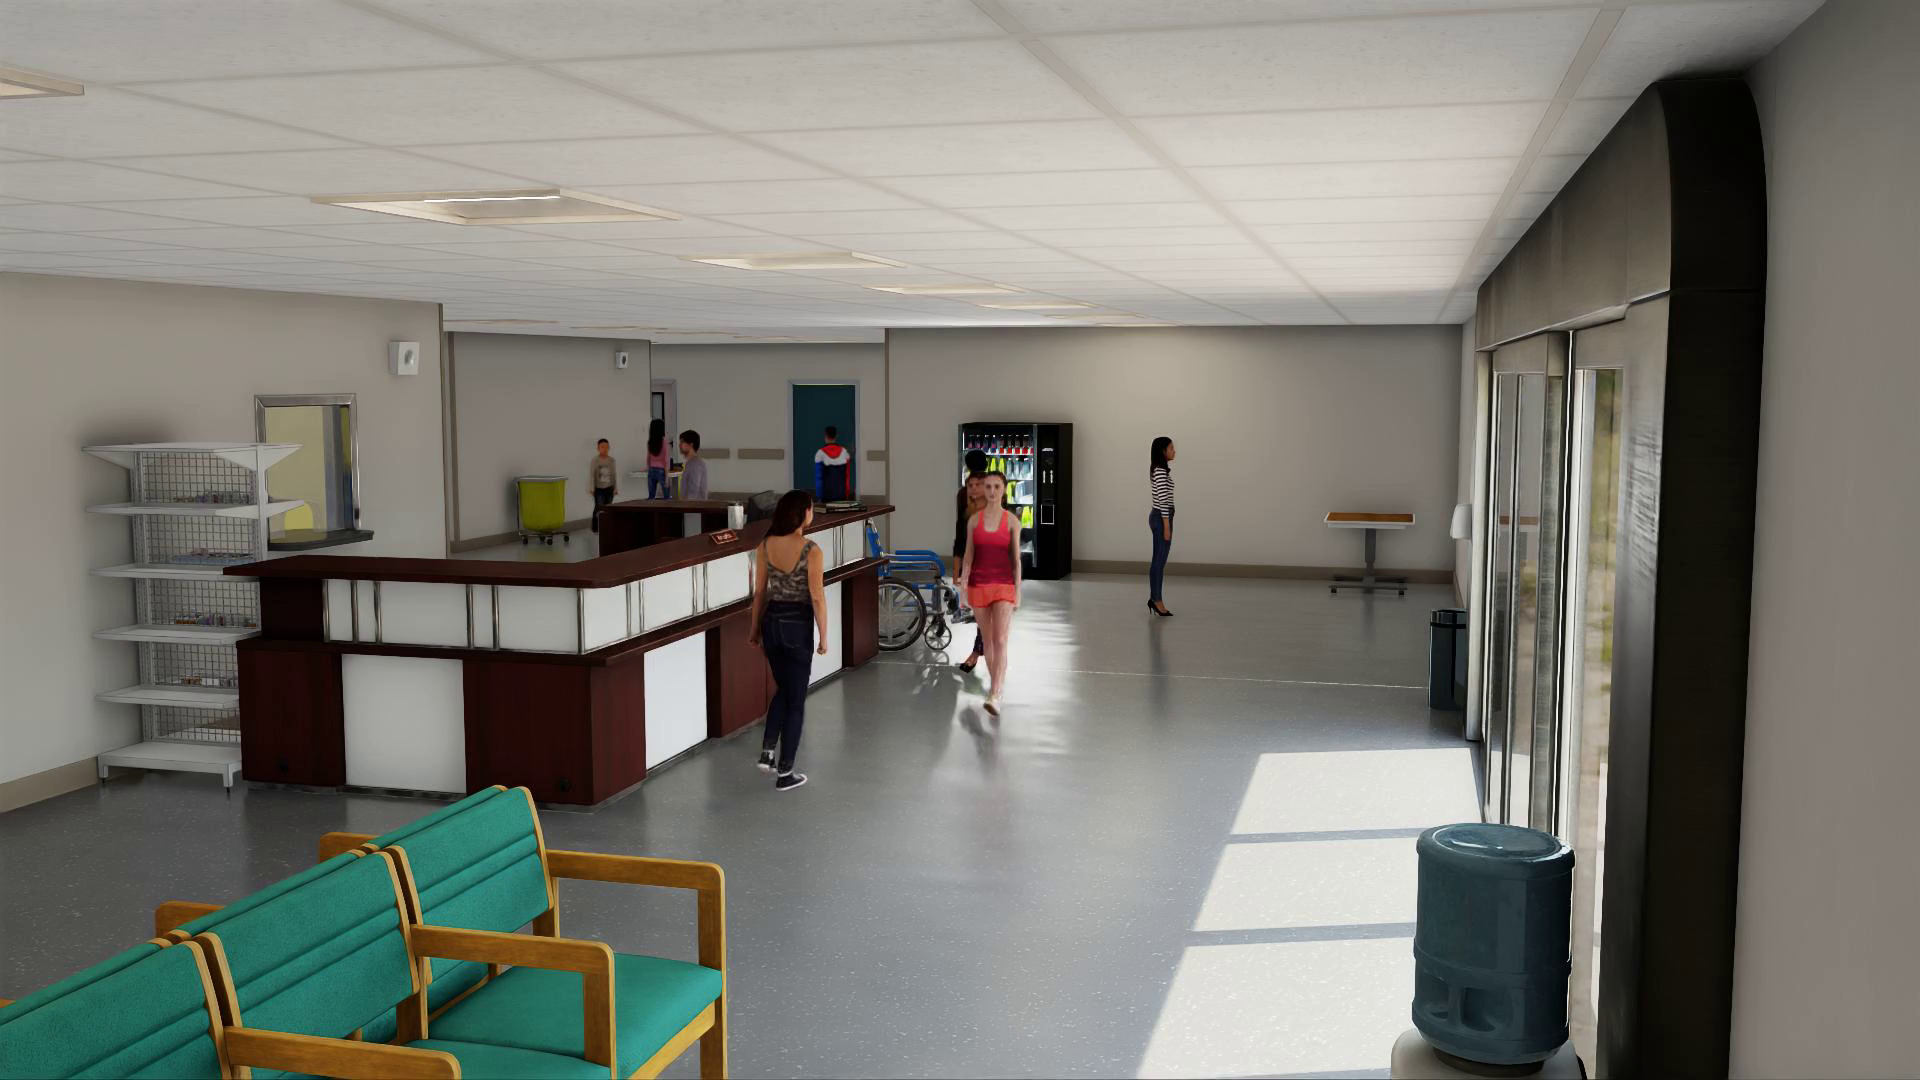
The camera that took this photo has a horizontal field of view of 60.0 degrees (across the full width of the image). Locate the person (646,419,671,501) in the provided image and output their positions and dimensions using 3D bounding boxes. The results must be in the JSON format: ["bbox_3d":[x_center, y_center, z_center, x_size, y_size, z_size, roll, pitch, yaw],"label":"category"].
[{"bbox_3d":[-4.665,-0.966,25.382,1.073,1.708,0.695,2,6,19],"label":"person"}]

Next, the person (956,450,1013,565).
[{"bbox_3d":[0.193,0.117,14.418,0.777,1.747,0.781,3,6,24],"label":"person"}]

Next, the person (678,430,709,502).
[{"bbox_3d":[-2.708,-0.214,17.419,1.235,1.806,1.111,-3,6,-24],"label":"person"}]

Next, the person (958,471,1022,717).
[{"bbox_3d":[0.247,0.382,11.966,1.042,1.712,0.620,2,6,16],"label":"person"}]

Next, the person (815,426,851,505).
[{"bbox_3d":[-1.613,-0.595,21.505,0.966,1.746,0.998,-3,6,-24],"label":"person"}]

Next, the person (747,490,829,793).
[{"bbox_3d":[-1.051,0.593,9.670,0.659,1.752,0.768,3,6,25],"label":"person"}]

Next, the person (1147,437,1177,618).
[{"bbox_3d":[2.013,-0.141,16.653,0.556,1.797,0.619,0,6,1],"label":"person"}]

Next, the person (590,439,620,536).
[{"bbox_3d":[-5.291,-0.761,24.624,0.762,1.452,0.825,-3,7,-31],"label":"person"}]

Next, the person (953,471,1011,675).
[{"bbox_3d":[0.232,0.284,13.370,1.056,1.626,0.837,3,6,27],"label":"person"}]
